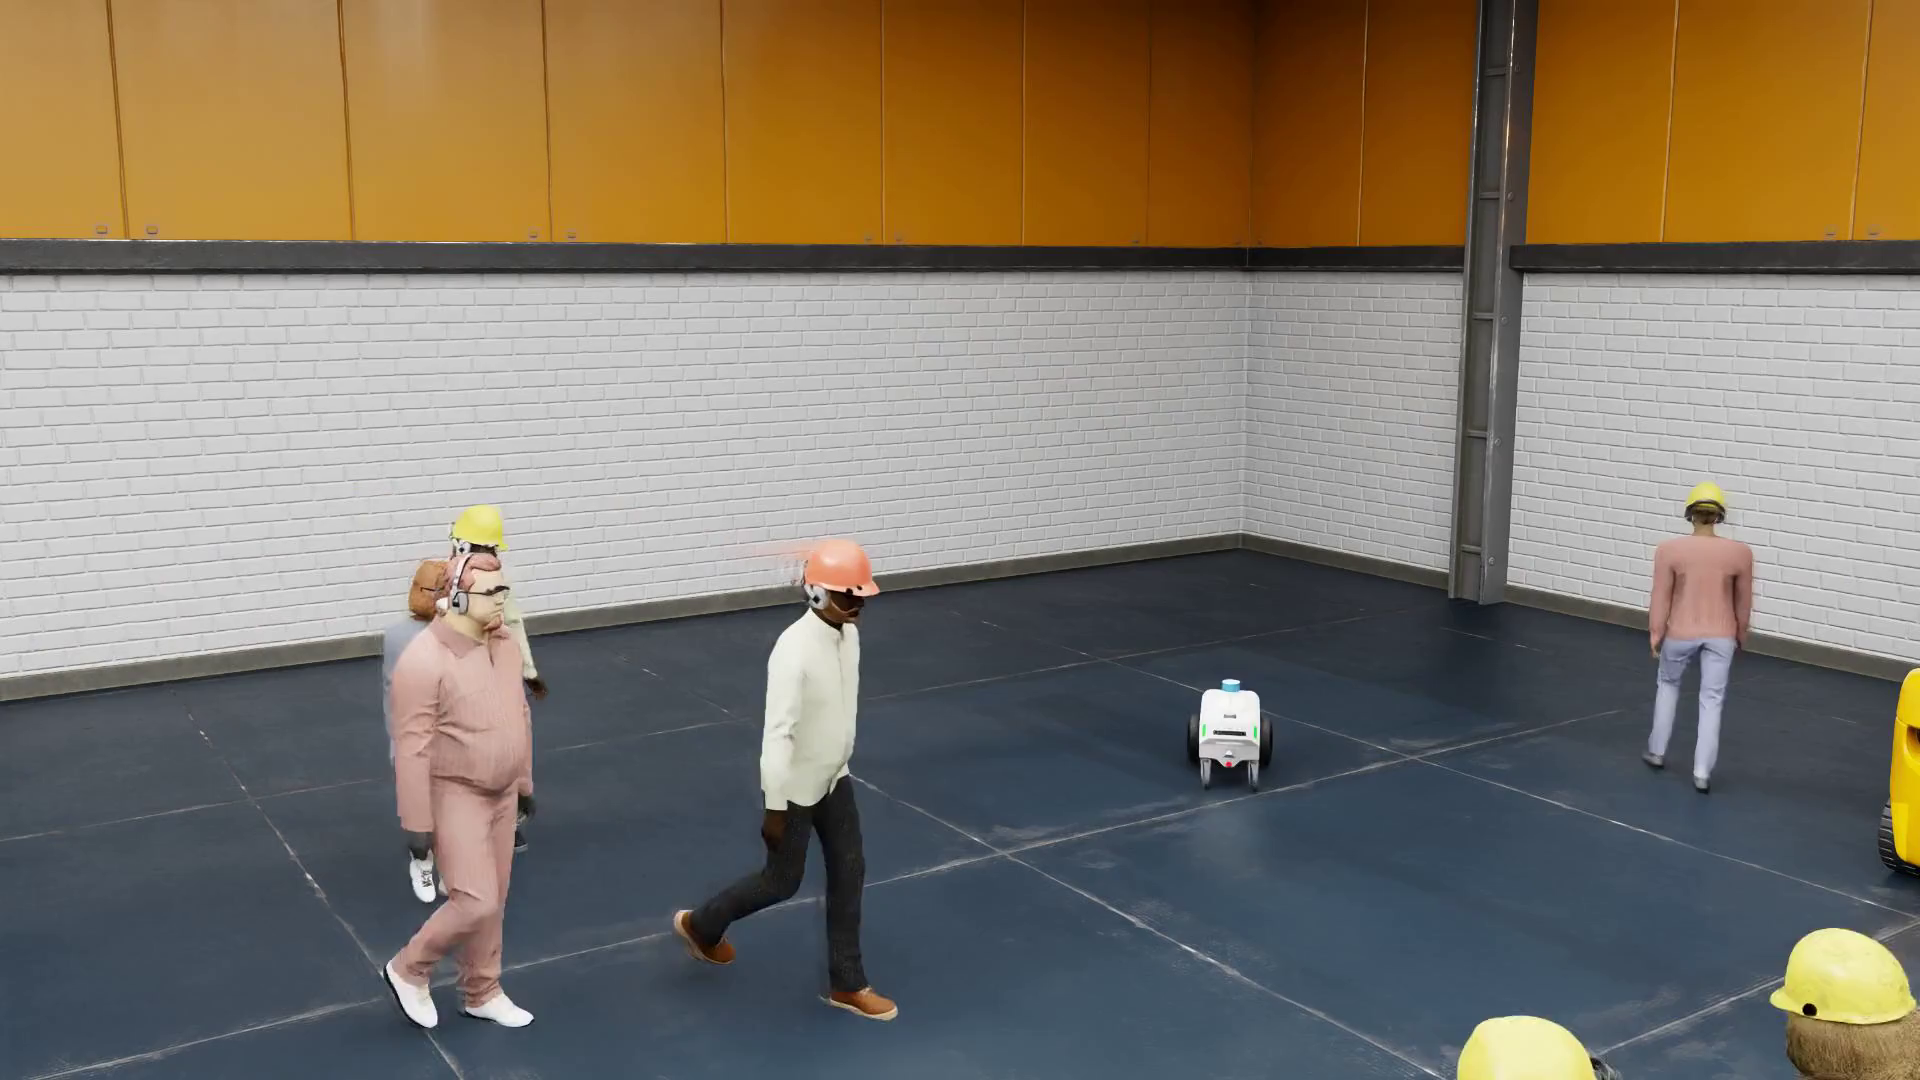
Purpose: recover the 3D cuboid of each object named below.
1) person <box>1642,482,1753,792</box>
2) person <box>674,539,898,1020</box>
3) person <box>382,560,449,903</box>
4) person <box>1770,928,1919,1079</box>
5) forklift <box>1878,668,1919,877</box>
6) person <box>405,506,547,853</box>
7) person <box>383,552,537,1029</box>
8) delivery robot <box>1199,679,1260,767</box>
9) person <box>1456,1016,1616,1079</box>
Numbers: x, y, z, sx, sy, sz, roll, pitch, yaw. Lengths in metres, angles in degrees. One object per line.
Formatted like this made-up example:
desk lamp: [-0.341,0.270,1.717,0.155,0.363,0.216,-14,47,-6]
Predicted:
person: [4.222,0.531,9.531,0.541,1.732,0.698,3,10,19]
person: [-0.709,0.926,6.581,0.893,1.941,0.628,5,11,26]
person: [-2.378,0.892,7.660,0.341,1.620,0.519,8,12,39]
person: [1.734,1.600,3.249,0.497,1.699,0.885,-4,10,-22]
forklift: [5.511,0.571,7.906,2.313,2.155,1.214,-6,11,-33]
person: [-2.430,0.716,8.243,0.480,1.793,0.656,4,10,22]
person: [-1.885,0.978,6.356,0.486,1.895,0.661,3,10,17]
delivery robot: [1.566,1.054,9.645,0.477,0.478,0.707,2,10,9]
person: [0.976,1.641,2.867,0.429,1.738,0.553,8,12,39]
